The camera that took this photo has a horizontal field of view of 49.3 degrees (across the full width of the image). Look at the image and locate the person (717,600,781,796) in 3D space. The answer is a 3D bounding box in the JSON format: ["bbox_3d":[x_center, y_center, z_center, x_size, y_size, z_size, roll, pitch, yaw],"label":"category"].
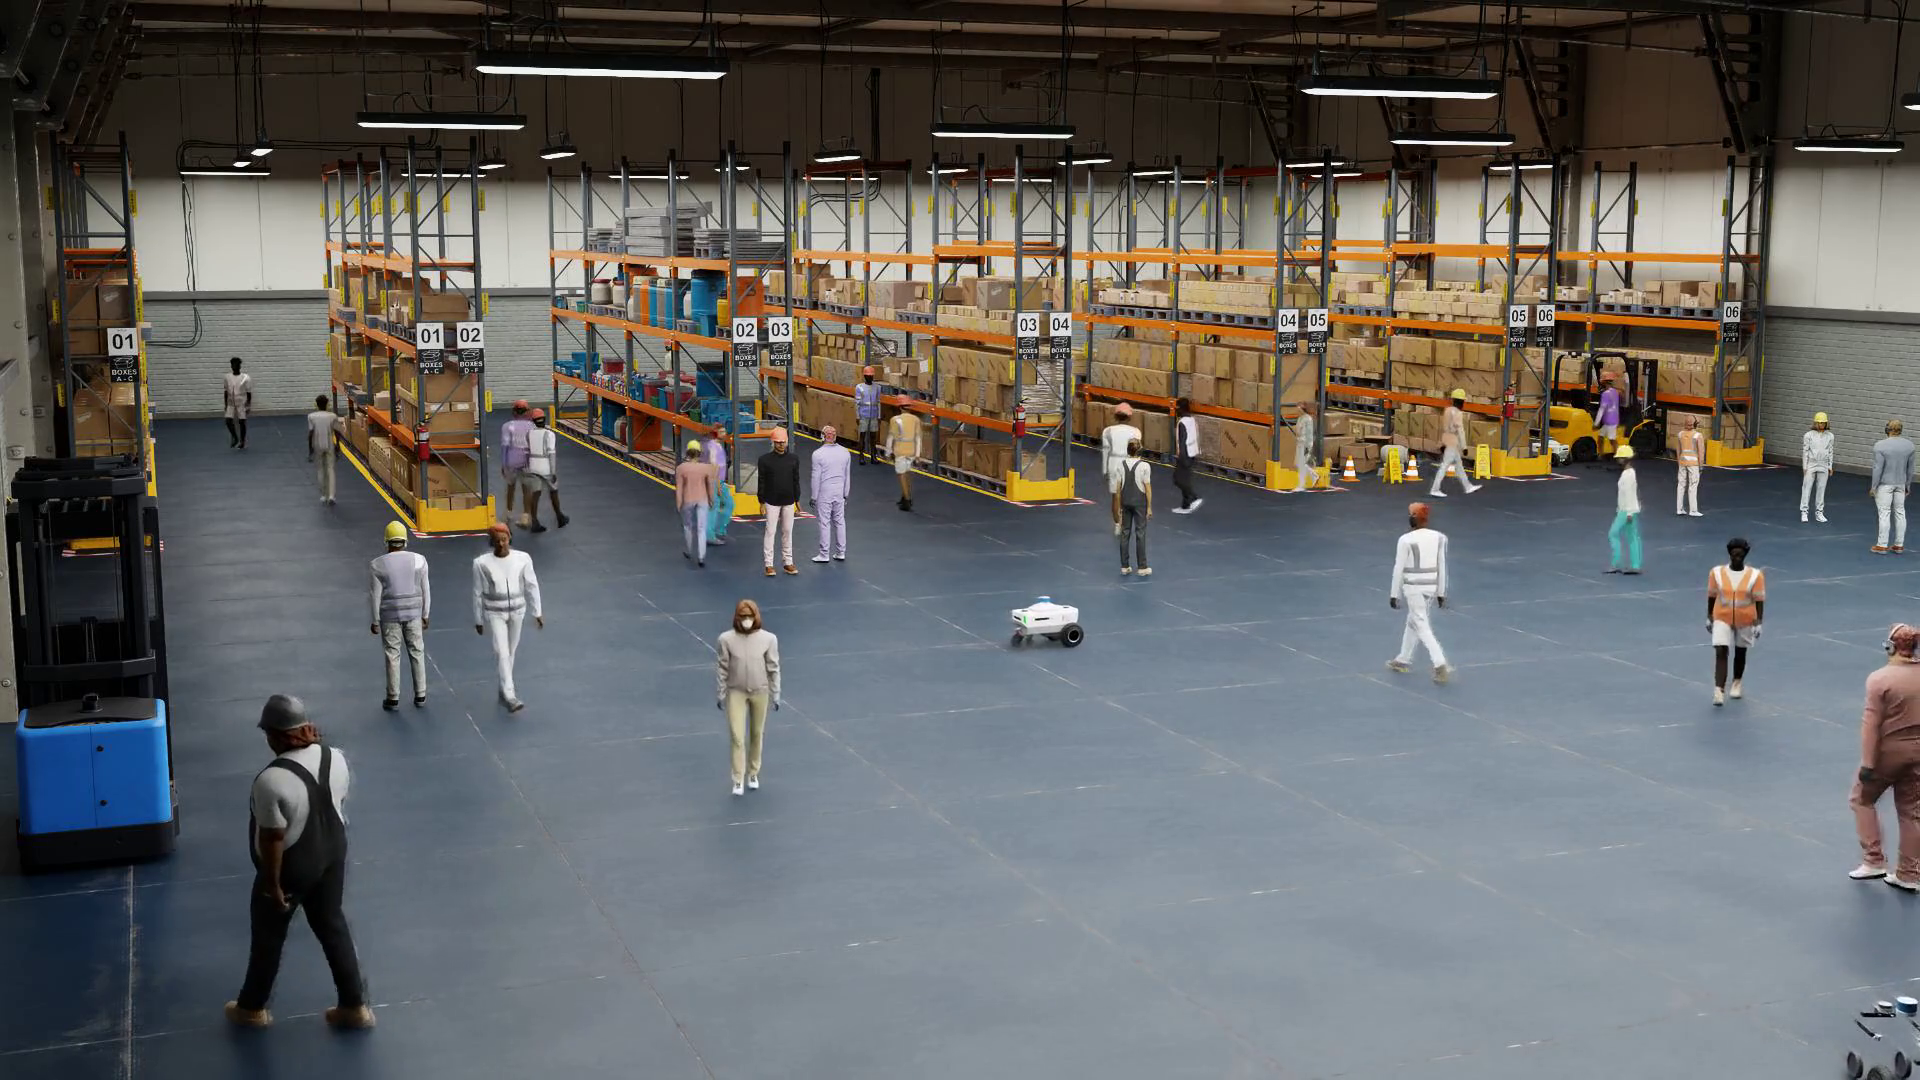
[{"bbox_3d":[-1.735,1.305,17.219,0.523,1.600,0.752,-1,9,-7],"label":"person"}]

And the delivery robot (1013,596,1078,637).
[{"bbox_3d":[0.953,0.875,23.433,0.707,0.478,0.477,-4,9,-24],"label":"delivery robot"}]

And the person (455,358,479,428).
[{"bbox_3d":[-11.432,-3.606,48.700,0.625,1.992,0.389,-2,9,-12],"label":"person"}]

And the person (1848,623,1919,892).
[{"bbox_3d":[6.608,1.527,14.835,0.673,1.886,0.576,-2,9,-16],"label":"person"}]

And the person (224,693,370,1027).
[{"bbox_3d":[-3.886,1.862,12.232,0.881,2.000,0.684,5,10,30],"label":"person"}]

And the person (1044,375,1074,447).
[{"bbox_3d":[2.119,-2.939,44.581,0.640,1.892,0.994,-3,9,-19],"label":"person"}]

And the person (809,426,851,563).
[{"bbox_3d":[-1.837,-0.642,29.235,0.655,1.906,0.407,-7,11,-39],"label":"person"}]

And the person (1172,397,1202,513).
[{"bbox_3d":[3.683,-1.373,34.123,0.455,1.907,0.603,4,9,23],"label":"person"}]

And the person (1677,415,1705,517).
[{"bbox_3d":[11.799,-1.200,33.841,0.307,1.641,0.511,-5,10,-32],"label":"person"}]

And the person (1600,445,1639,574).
[{"bbox_3d":[8.865,-0.401,28.132,0.652,1.738,0.560,3,9,17],"label":"person"}]

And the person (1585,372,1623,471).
[{"bbox_3d":[12.343,-2.260,40.024,0.717,1.897,0.537,3,9,19],"label":"person"}]

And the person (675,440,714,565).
[{"bbox_3d":[-3.694,-0.533,29.170,0.532,1.707,0.949,-1,9,-9],"label":"person"}]

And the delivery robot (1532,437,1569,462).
[{"bbox_3d":[11.606,-1.783,41.156,0.477,0.478,0.707,-6,11,-37],"label":"delivery robot"}]

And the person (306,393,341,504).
[{"bbox_3d":[-10.797,-1.538,35.493,0.553,1.894,0.498,-2,9,-12],"label":"person"}]

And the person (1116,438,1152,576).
[{"bbox_3d":[2.343,-0.448,28.140,0.507,1.847,0.344,4,10,28],"label":"person"}]

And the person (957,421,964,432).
[{"bbox_3d":[-0.003,-3.313,47.419,0.650,1.789,0.944,-2,9,-13],"label":"person"}]

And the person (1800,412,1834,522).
[{"bbox_3d":[13.607,-1.158,33.213,0.484,1.745,0.297,0,9,0],"label":"person"}]

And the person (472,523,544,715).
[{"bbox_3d":[-4.371,0.747,20.230,0.593,1.825,1.013,-5,10,-29],"label":"person"}]

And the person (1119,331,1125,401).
[{"bbox_3d":[4.351,-4.534,55.149,0.490,1.918,0.650,1,9,5],"label":"person"}]

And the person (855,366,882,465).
[{"bbox_3d":[-1.794,-2.456,41.212,0.546,1.942,0.353,-3,9,-22],"label":"person"}]

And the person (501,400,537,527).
[{"bbox_3d":[-6.913,-1.208,32.868,0.624,1.961,1.056,-4,9,-25],"label":"person"}]

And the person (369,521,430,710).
[{"bbox_3d":[-5.447,0.725,20.358,0.587,1.835,0.403,-5,10,-29],"label":"person"}]

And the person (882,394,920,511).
[{"bbox_3d":[-0.997,-1.454,34.605,0.563,1.910,0.723,-7,11,-38],"label":"person"}]

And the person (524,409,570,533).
[{"bbox_3d":[-6.374,-1.083,32.271,0.590,1.877,0.946,3,9,21],"label":"person"}]

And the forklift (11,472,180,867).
[{"bbox_3d":[-6.630,0.886,15.957,1.129,2.768,1.873,-3,9,-21],"label":"forklift"}]

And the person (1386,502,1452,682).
[{"bbox_3d":[4.789,0.526,21.695,0.585,1.843,0.994,-5,10,-29],"label":"person"}]

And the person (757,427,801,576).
[{"bbox_3d":[-2.420,-0.522,28.139,0.622,1.993,0.382,-5,10,-29],"label":"person"}]

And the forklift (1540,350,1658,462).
[{"bbox_3d":[12.897,-2.725,42.309,2.313,2.155,1.214,-3,9,-21],"label":"forklift"}]

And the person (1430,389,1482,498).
[{"bbox_3d":[8.599,-1.676,36.243,1.013,1.868,0.620,-1,9,-6],"label":"person"}]

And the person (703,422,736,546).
[{"bbox_3d":[-3.500,-0.826,30.724,0.593,1.823,0.594,1,9,4],"label":"person"}]

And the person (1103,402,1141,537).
[{"bbox_3d":[2.452,-1.069,31.693,0.617,2.028,0.496,2,9,15],"label":"person"}]

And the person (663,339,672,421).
[{"bbox_3d":[-6.972,-3.886,50.608,0.405,1.986,0.619,4,9,23],"label":"person"}]

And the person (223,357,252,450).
[{"bbox_3d":[-15.110,-2.848,43.757,0.618,1.951,0.485,1,9,4],"label":"person"}]

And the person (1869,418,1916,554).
[{"bbox_3d":[13.332,-0.771,29.983,0.631,1.938,0.362,-1,9,-9],"label":"person"}]

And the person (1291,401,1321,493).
[{"bbox_3d":[6.105,-1.650,36.905,0.493,1.625,0.516,-2,9,-10],"label":"person"}]

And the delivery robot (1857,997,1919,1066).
[{"bbox_3d":[5.074,2.575,11.227,0.335,0.223,0.698,0,9,0],"label":"delivery robot"}]

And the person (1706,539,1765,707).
[{"bbox_3d":[7.599,0.792,20.542,0.540,1.641,0.893,3,9,21],"label":"person"}]
